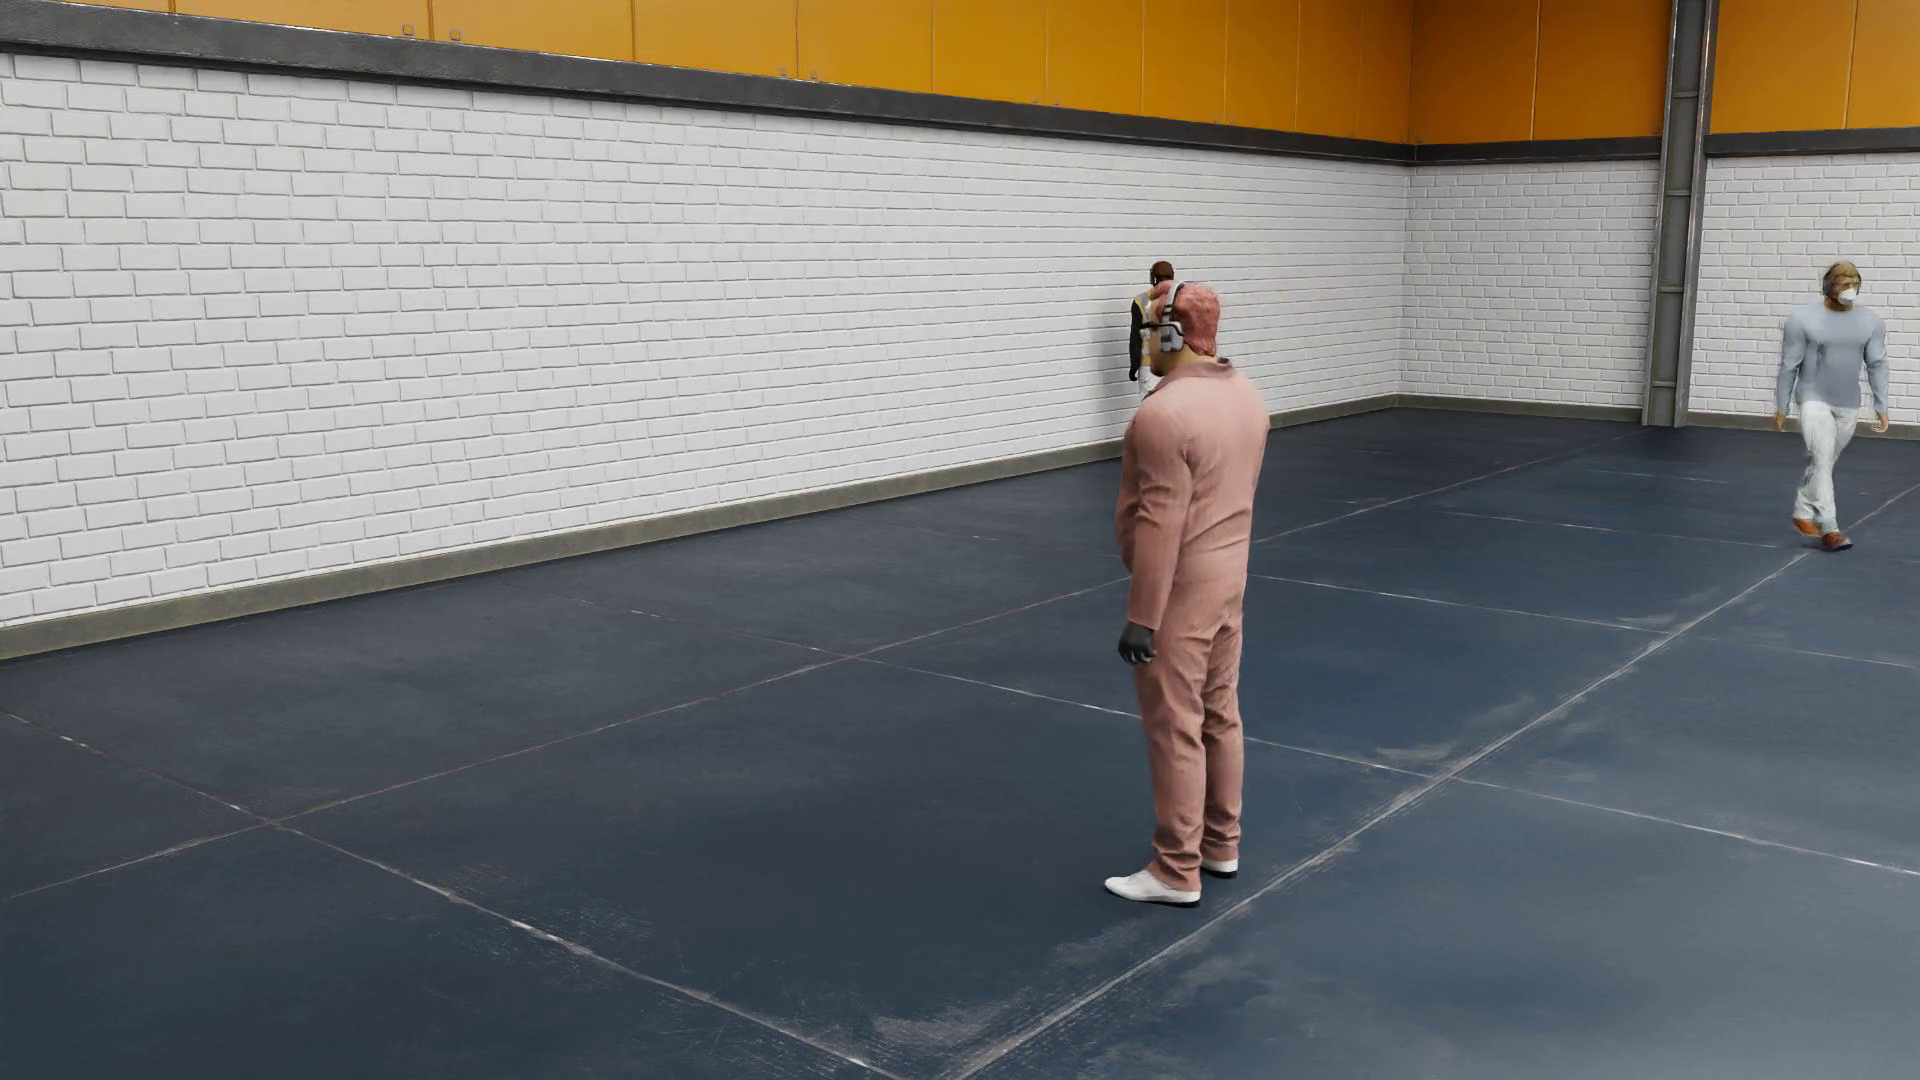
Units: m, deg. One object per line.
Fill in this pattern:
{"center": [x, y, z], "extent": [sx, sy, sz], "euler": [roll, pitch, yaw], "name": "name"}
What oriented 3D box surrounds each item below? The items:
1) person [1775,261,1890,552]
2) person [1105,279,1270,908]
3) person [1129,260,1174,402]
{"center": [5.764, -0.888, 11.012], "extent": [0.645, 1.893, 0.997], "euler": [0, 10, 0], "name": "person"}
{"center": [0.673, 0.163, 5.103], "extent": [0.403, 1.904, 0.651], "euler": [7, 12, 35], "name": "person"}
{"center": [1.815, -1.585, 14.972], "extent": [0.623, 1.841, 0.428], "euler": [-2, 10, -10], "name": "person"}
